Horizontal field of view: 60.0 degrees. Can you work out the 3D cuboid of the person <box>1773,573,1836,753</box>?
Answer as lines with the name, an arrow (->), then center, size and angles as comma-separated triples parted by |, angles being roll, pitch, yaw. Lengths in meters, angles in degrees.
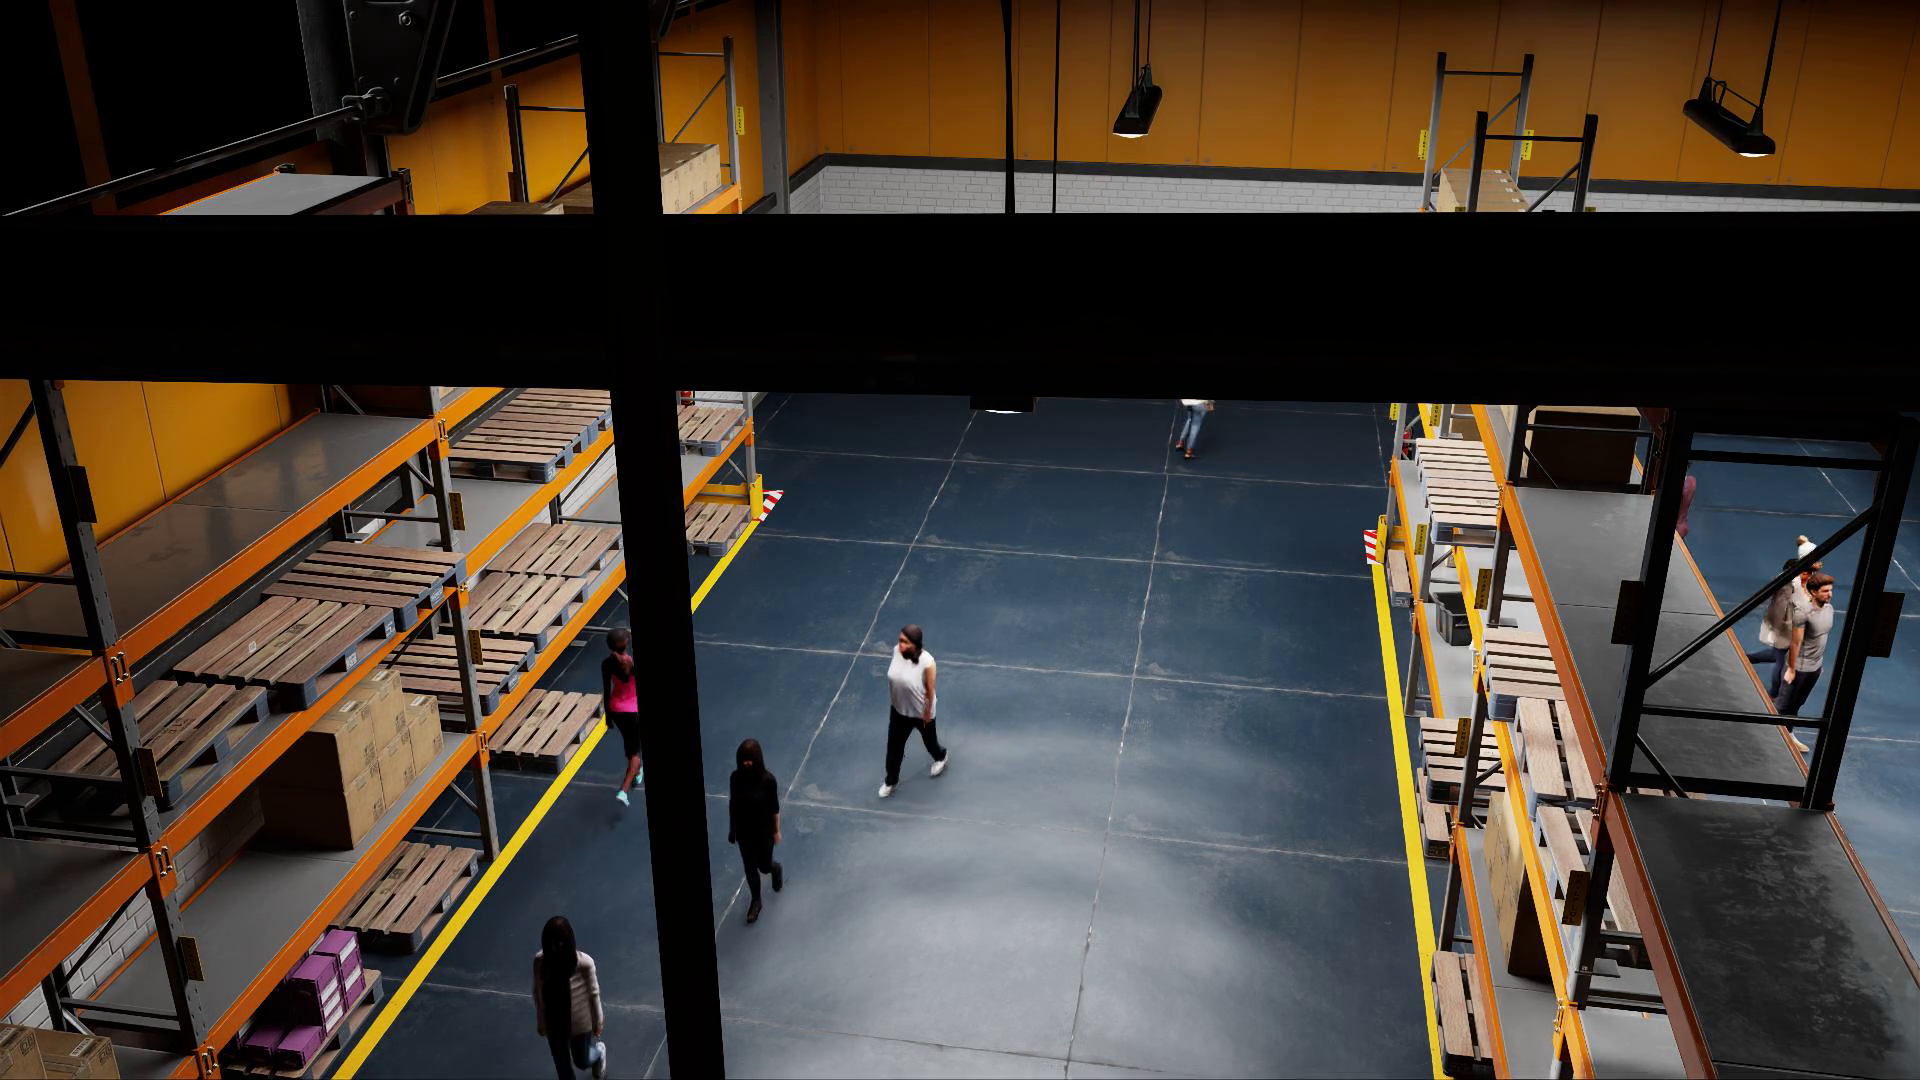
person -> 8.037, 1.177, 15.875 | 0.737, 1.896, 0.772 | -12, 26, -26

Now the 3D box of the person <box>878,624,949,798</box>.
person -> -0.390, 1.523, 15.389 | 0.980, 1.651, 1.198 | 17, 29, 33

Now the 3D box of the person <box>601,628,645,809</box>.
person -> -3.039, 1.622, 15.106 | 0.559, 1.697, 1.068 | 4, 24, 9

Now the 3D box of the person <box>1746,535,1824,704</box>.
person -> 8.244, 0.810, 16.757 | 1.101, 1.863, 1.136 | -17, 29, -34

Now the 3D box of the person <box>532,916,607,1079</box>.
person -> -2.678, 3.256, 11.458 | 0.634, 1.625, 0.861 | 3, 24, 7

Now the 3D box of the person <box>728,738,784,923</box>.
person -> -1.655, 2.317, 13.600 | 0.589, 1.630, 0.766 | 5, 24, 12

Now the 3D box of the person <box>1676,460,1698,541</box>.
person -> 8.123, -0.082, 18.825 | 1.044, 1.841, 1.095 | -17, 29, -34
